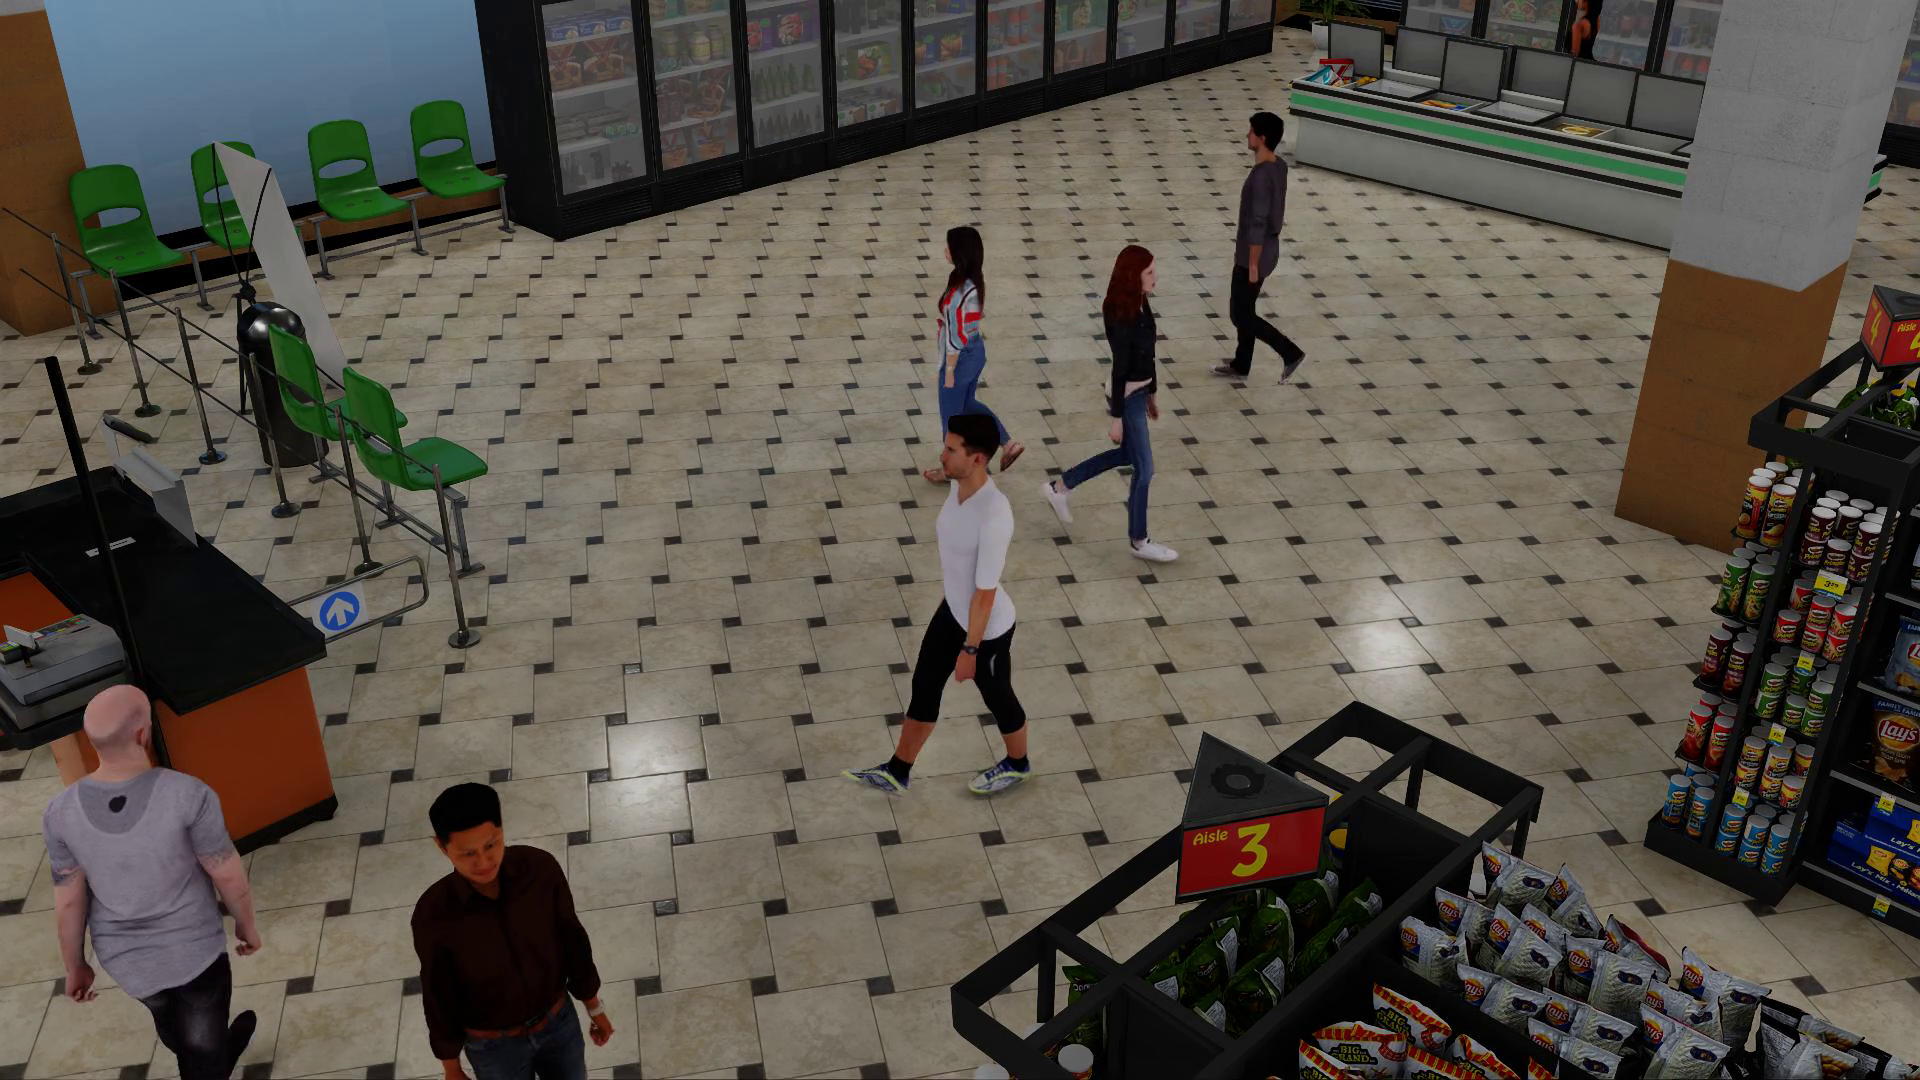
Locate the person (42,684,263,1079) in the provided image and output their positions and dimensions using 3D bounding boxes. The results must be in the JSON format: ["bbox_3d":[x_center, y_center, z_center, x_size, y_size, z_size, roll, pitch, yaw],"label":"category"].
[{"bbox_3d":[-2.469,1.348,5.113,1.219,1.783,1.339,-5,29,-9],"label":"person"}]

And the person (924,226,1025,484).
[{"bbox_3d":[0.086,-1.046,9.685,0.946,1.603,0.815,9,30,15],"label":"person"}]

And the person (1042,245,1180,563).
[{"bbox_3d":[0.824,-0.726,8.930,1.127,1.766,0.862,12,31,20],"label":"person"}]

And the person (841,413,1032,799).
[{"bbox_3d":[0.145,0.314,6.968,1.021,1.820,1.131,-11,31,-20],"label":"person"}]

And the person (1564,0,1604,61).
[{"bbox_3d":[5.915,-4.392,15.762,0.615,1.653,0.699,-23,36,-36],"label":"person"}]

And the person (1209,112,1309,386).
[{"bbox_3d":[2.037,-1.876,10.963,1.041,1.835,0.882,12,31,21],"label":"person"}]

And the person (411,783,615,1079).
[{"bbox_3d":[-1.341,1.430,4.977,0.693,1.768,0.916,-23,36,-36],"label":"person"}]
